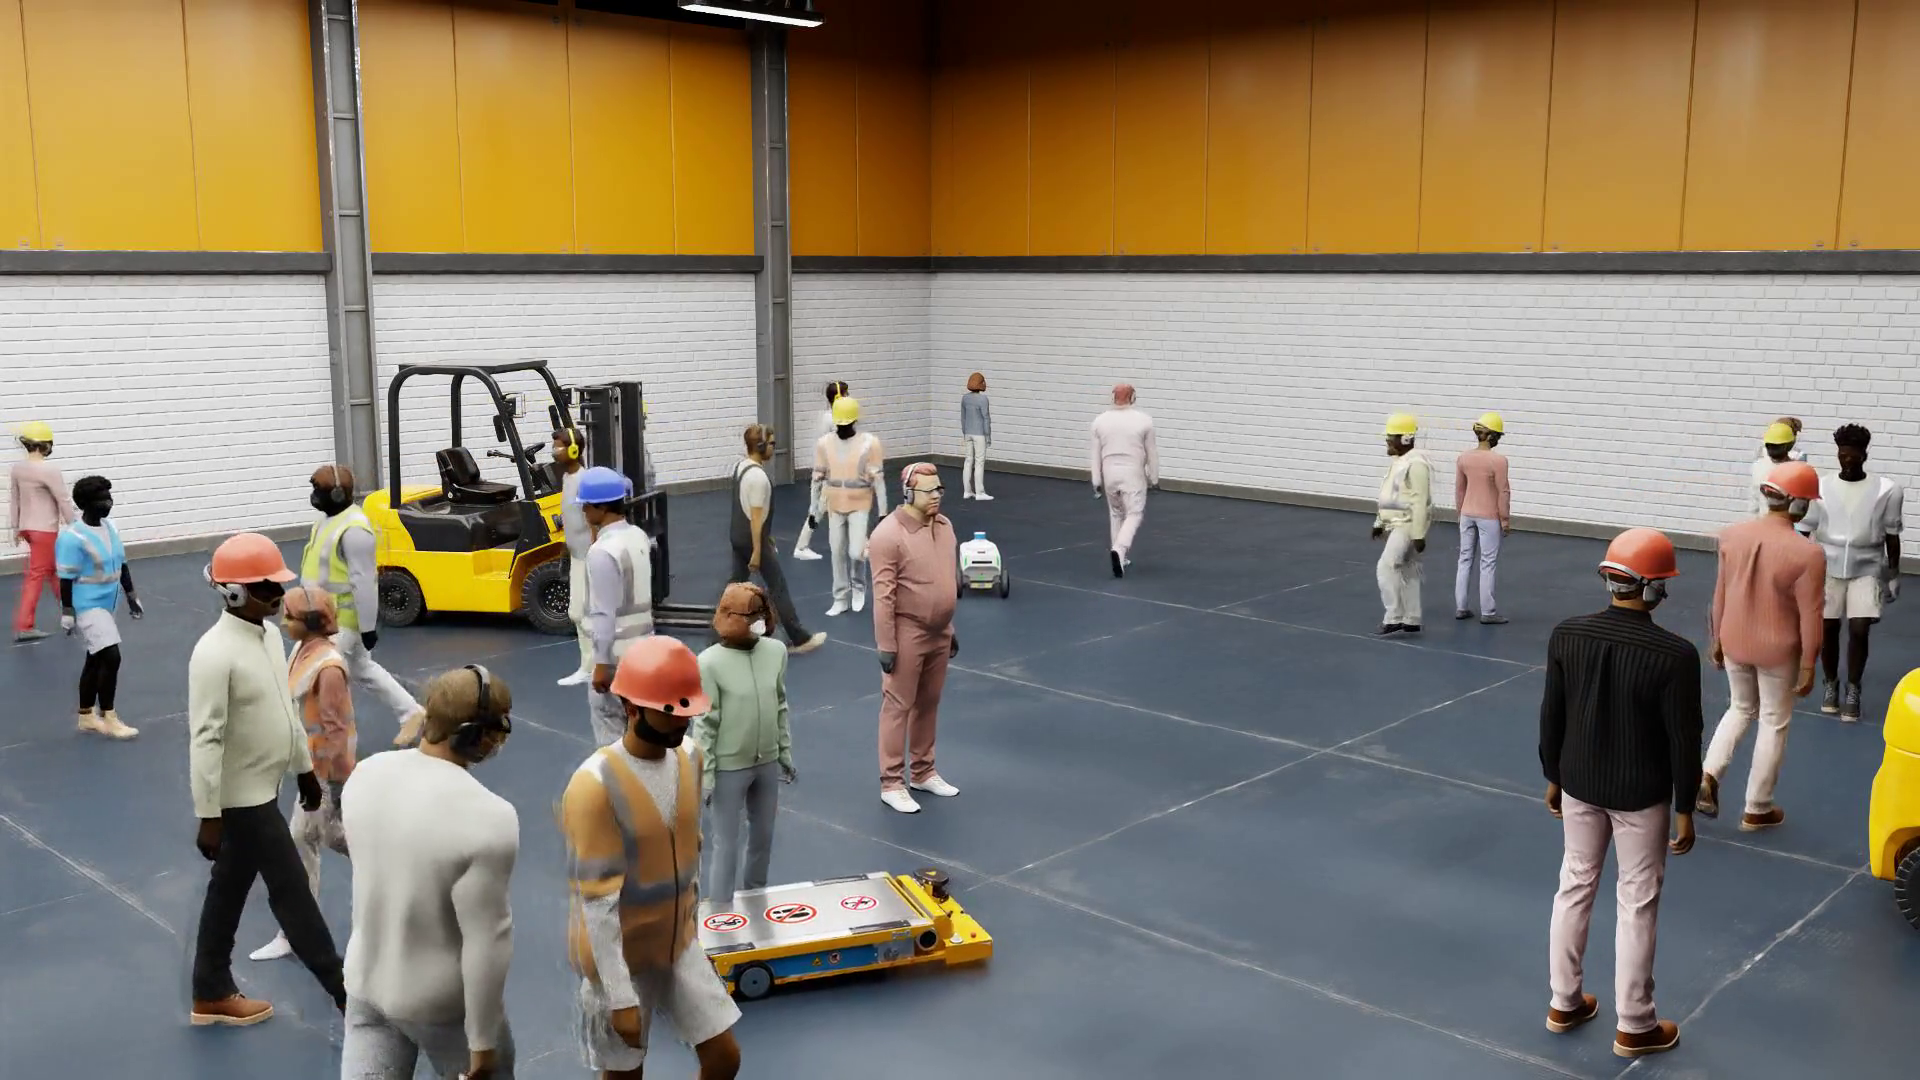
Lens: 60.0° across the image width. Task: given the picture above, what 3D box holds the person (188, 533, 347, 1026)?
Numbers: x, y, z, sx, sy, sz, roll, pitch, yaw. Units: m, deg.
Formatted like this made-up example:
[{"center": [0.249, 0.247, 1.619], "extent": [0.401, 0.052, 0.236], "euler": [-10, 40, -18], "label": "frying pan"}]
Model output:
[{"center": [-2.578, 0.941, 6.392], "extent": [0.962, 1.951, 0.647], "euler": [-1, 9, -5], "label": "person"}]

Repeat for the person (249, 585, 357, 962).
[{"center": [-2.728, 0.975, 7.247], "extent": [0.751, 1.610, 0.525], "euler": [-6, 11, -33], "label": "person"}]

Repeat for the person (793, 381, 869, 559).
[{"center": [-1.239, -0.697, 16.865], "extent": [1.006, 1.817, 0.540], "euler": [-2, 9, -9], "label": "person"}]

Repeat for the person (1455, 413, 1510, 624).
[{"center": [4.368, -0.179, 13.878], "extent": [0.327, 1.760, 0.524], "euler": [-6, 11, -34], "label": "person"}]

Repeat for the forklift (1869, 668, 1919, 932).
[{"center": [5.205, 0.723, 7.013], "extent": [2.313, 2.155, 1.214], "euler": [9, 13, 43], "label": "forklift"}]

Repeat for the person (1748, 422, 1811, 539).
[{"center": [6.742, -0.110, 13.536], "extent": [0.824, 1.730, 0.523], "euler": [-4, 10, -22], "label": "person"}]

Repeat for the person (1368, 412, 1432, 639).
[{"center": [3.468, -0.112, 13.304], "extent": [0.605, 1.809, 0.587], "euler": [1, 9, 4], "label": "person"}]

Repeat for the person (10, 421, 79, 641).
[{"center": [-7.298, -0.086, 13.404], "extent": [0.533, 1.731, 0.864], "euler": [5, 11, 30], "label": "person"}]

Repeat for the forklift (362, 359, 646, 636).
[{"center": [-3.850, -0.407, 13.936], "extent": [2.313, 2.155, 1.214], "euler": [2, 9, 11], "label": "forklift"}]

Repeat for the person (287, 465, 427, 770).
[{"center": [-3.650, 0.434, 9.976], "extent": [0.908, 1.812, 0.629], "euler": [-6, 11, -31], "label": "person"}]

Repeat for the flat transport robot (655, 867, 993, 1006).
[{"center": [-0.642, 1.668, 7.095], "extent": [1.431, 0.197, 0.652], "euler": [-3, 10, -21], "label": "flat transport robot"}]

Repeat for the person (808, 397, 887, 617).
[{"center": [-0.946, -0.268, 14.014], "extent": [0.714, 1.888, 0.486], "euler": [3, 10, 17], "label": "person"}]

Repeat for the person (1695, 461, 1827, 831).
[{"center": [4.160, 0.566, 8.648], "extent": [0.521, 1.970, 0.633], "euler": [-5, 11, -30], "label": "person"}]

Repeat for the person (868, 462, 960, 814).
[{"center": [-0.212, 0.521, 9.131], "extent": [0.400, 1.907, 0.644], "euler": [7, 12, 37], "label": "person"}]

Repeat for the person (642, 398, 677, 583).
[{"center": [-3.099, -0.457, 15.459], "extent": [0.810, 1.803, 0.598], "euler": [-2, 10, -13], "label": "person"}]

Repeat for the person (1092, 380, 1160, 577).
[{"center": [1.573, -0.602, 16.103], "extent": [0.641, 1.877, 0.820], "euler": [5, 10, 26], "label": "person"}]

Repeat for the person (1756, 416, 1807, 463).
[{"center": [7.435, -0.326, 15.214], "extent": [0.691, 1.615, 0.520], "euler": [-6, 11, -32], "label": "person"}]

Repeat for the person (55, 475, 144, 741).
[{"center": [-5.346, 0.425, 10.427], "extent": [0.613, 1.674, 0.541], "euler": [0, 9, 0], "label": "person"}]

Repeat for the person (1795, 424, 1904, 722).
[{"center": [5.781, 0.216, 10.874], "extent": [0.639, 1.940, 0.701], "euler": [6, 11, 32], "label": "person"}]

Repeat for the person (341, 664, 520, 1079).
[{"center": [-1.442, 1.275, 4.649], "extent": [0.614, 1.867, 0.998], "euler": [4, 10, 24], "label": "person"}]

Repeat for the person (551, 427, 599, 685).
[{"center": [-2.621, 0.119, 11.768], "extent": [0.482, 1.856, 0.517], "euler": [-5, 10, -27], "label": "person"}]

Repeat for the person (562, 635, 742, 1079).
[{"center": [-0.861, 1.215, 4.867], "extent": [0.642, 1.901, 0.563], "euler": [6, 11, 34], "label": "person"}]

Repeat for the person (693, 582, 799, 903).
[{"center": [-0.921, 0.989, 7.172], "extent": [0.382, 1.638, 0.522], "euler": [9, 13, 43], "label": "person"}]

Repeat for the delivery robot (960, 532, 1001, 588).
[{"center": [0.181, 0.172, 15.114], "extent": [0.477, 0.478, 0.707], "euler": [0, 9, -2], "label": "delivery robot"}]

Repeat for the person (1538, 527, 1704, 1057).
[{"center": [2.504, 0.938, 6.300], "extent": [0.396, 1.992, 0.623], "euler": [-7, 12, -39], "label": "person"}]

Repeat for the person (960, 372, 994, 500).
[{"center": [0.215, -1.328, 21.290], "extent": [0.273, 1.636, 0.507], "euler": [-8, 12, -41], "label": "person"}]

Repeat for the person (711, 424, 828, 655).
[{"center": [-1.492, 0.021, 12.551], "extent": [0.944, 1.793, 0.508], "euler": [-5, 11, -30], "label": "person"}]

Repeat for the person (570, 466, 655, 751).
[{"center": [-1.741, 0.563, 8.811], "extent": [0.633, 1.926, 0.608], "euler": [1, 9, 8], "label": "person"}]
